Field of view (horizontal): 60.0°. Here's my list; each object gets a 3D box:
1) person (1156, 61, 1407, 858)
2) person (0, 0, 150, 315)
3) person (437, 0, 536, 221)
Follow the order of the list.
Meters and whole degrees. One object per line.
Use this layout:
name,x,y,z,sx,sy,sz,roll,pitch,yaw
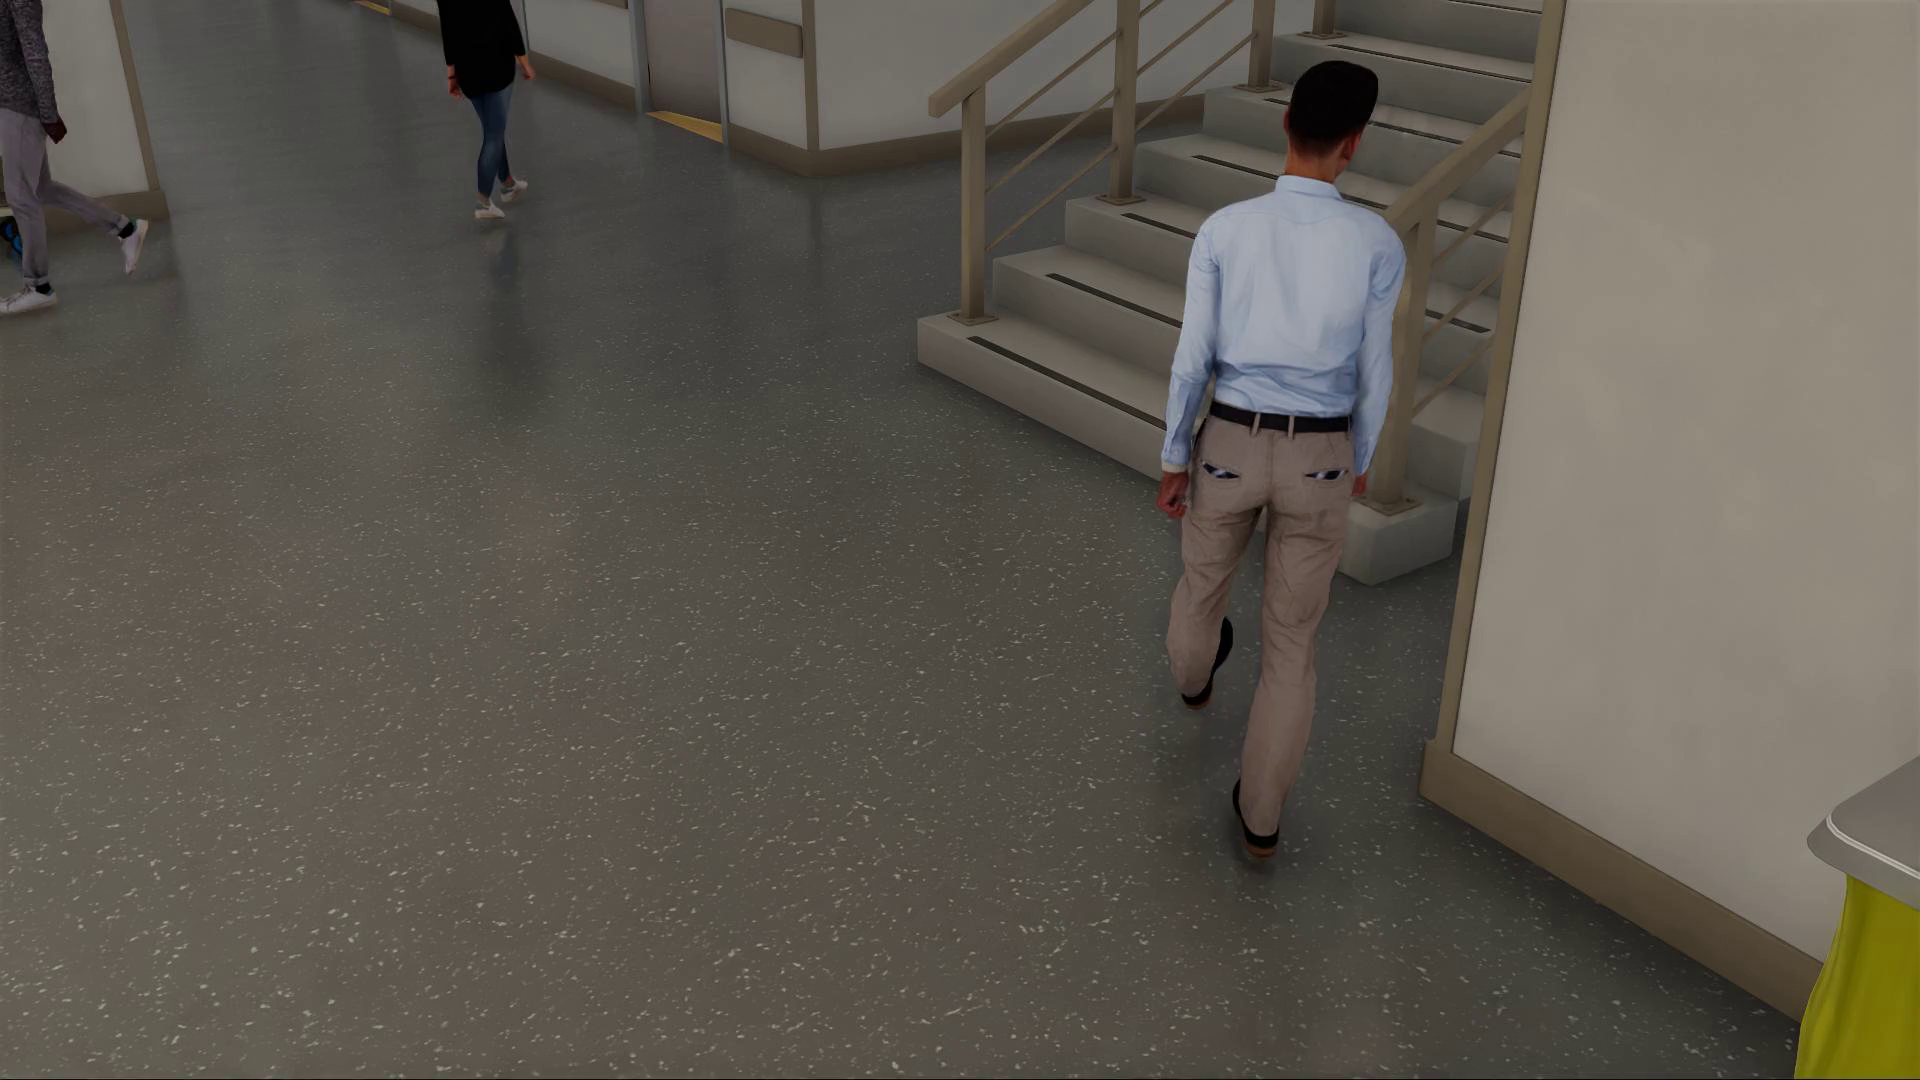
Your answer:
person,0.736,-0.114,3.819,1.102,1.790,1.200,5,26,10
person,-4.266,-2.001,7.708,0.830,1.811,1.129,21,33,37
person,-2.601,-2.537,9.047,0.969,1.614,1.084,6,26,13
